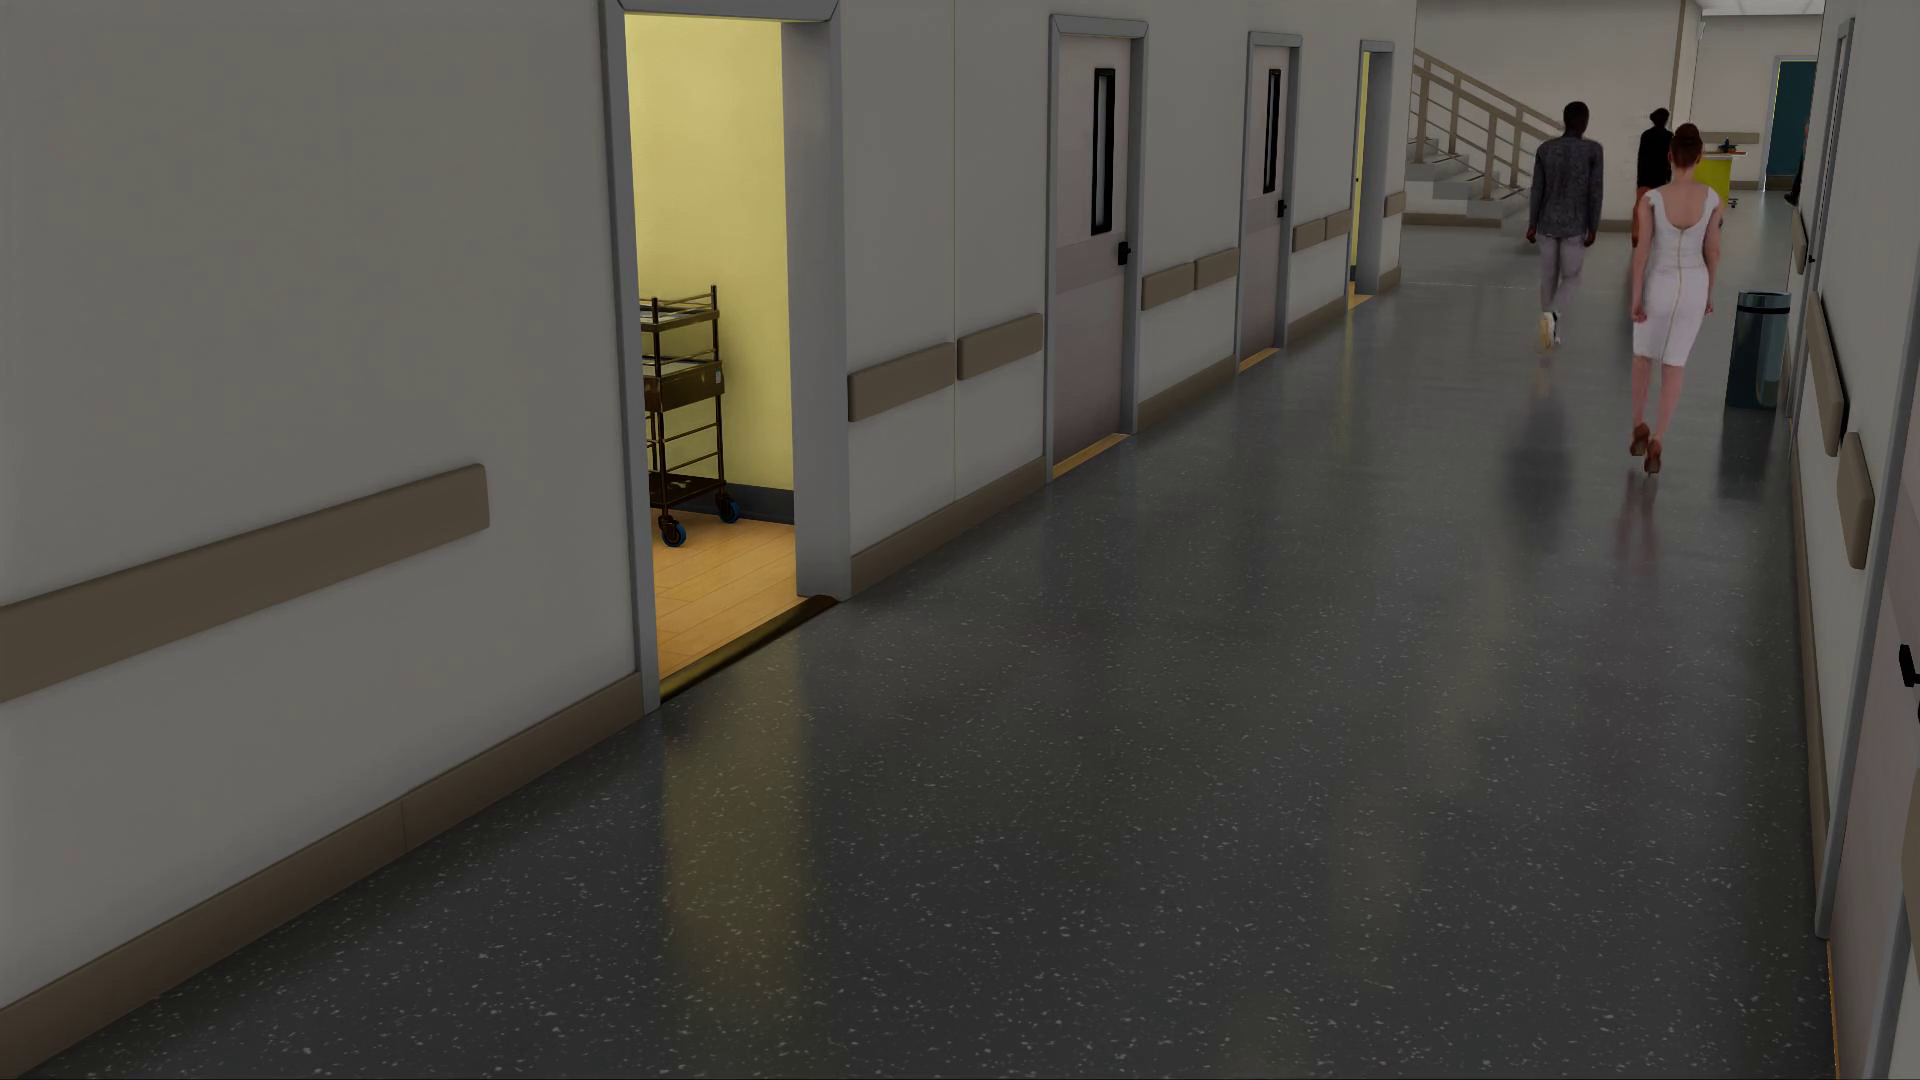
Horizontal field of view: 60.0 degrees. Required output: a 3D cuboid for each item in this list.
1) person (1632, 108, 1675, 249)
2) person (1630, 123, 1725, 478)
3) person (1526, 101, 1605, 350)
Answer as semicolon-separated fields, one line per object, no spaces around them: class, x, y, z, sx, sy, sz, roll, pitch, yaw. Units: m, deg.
person;8.062;-4.183;19.415;1.033;1.599;0.864;13;21;39
person;3.637;-1.194;8.484;0.636;1.777;0.660;6;17;20
person;4.440;-2.298;12.327;0.950;1.818;0.844;10;19;33
